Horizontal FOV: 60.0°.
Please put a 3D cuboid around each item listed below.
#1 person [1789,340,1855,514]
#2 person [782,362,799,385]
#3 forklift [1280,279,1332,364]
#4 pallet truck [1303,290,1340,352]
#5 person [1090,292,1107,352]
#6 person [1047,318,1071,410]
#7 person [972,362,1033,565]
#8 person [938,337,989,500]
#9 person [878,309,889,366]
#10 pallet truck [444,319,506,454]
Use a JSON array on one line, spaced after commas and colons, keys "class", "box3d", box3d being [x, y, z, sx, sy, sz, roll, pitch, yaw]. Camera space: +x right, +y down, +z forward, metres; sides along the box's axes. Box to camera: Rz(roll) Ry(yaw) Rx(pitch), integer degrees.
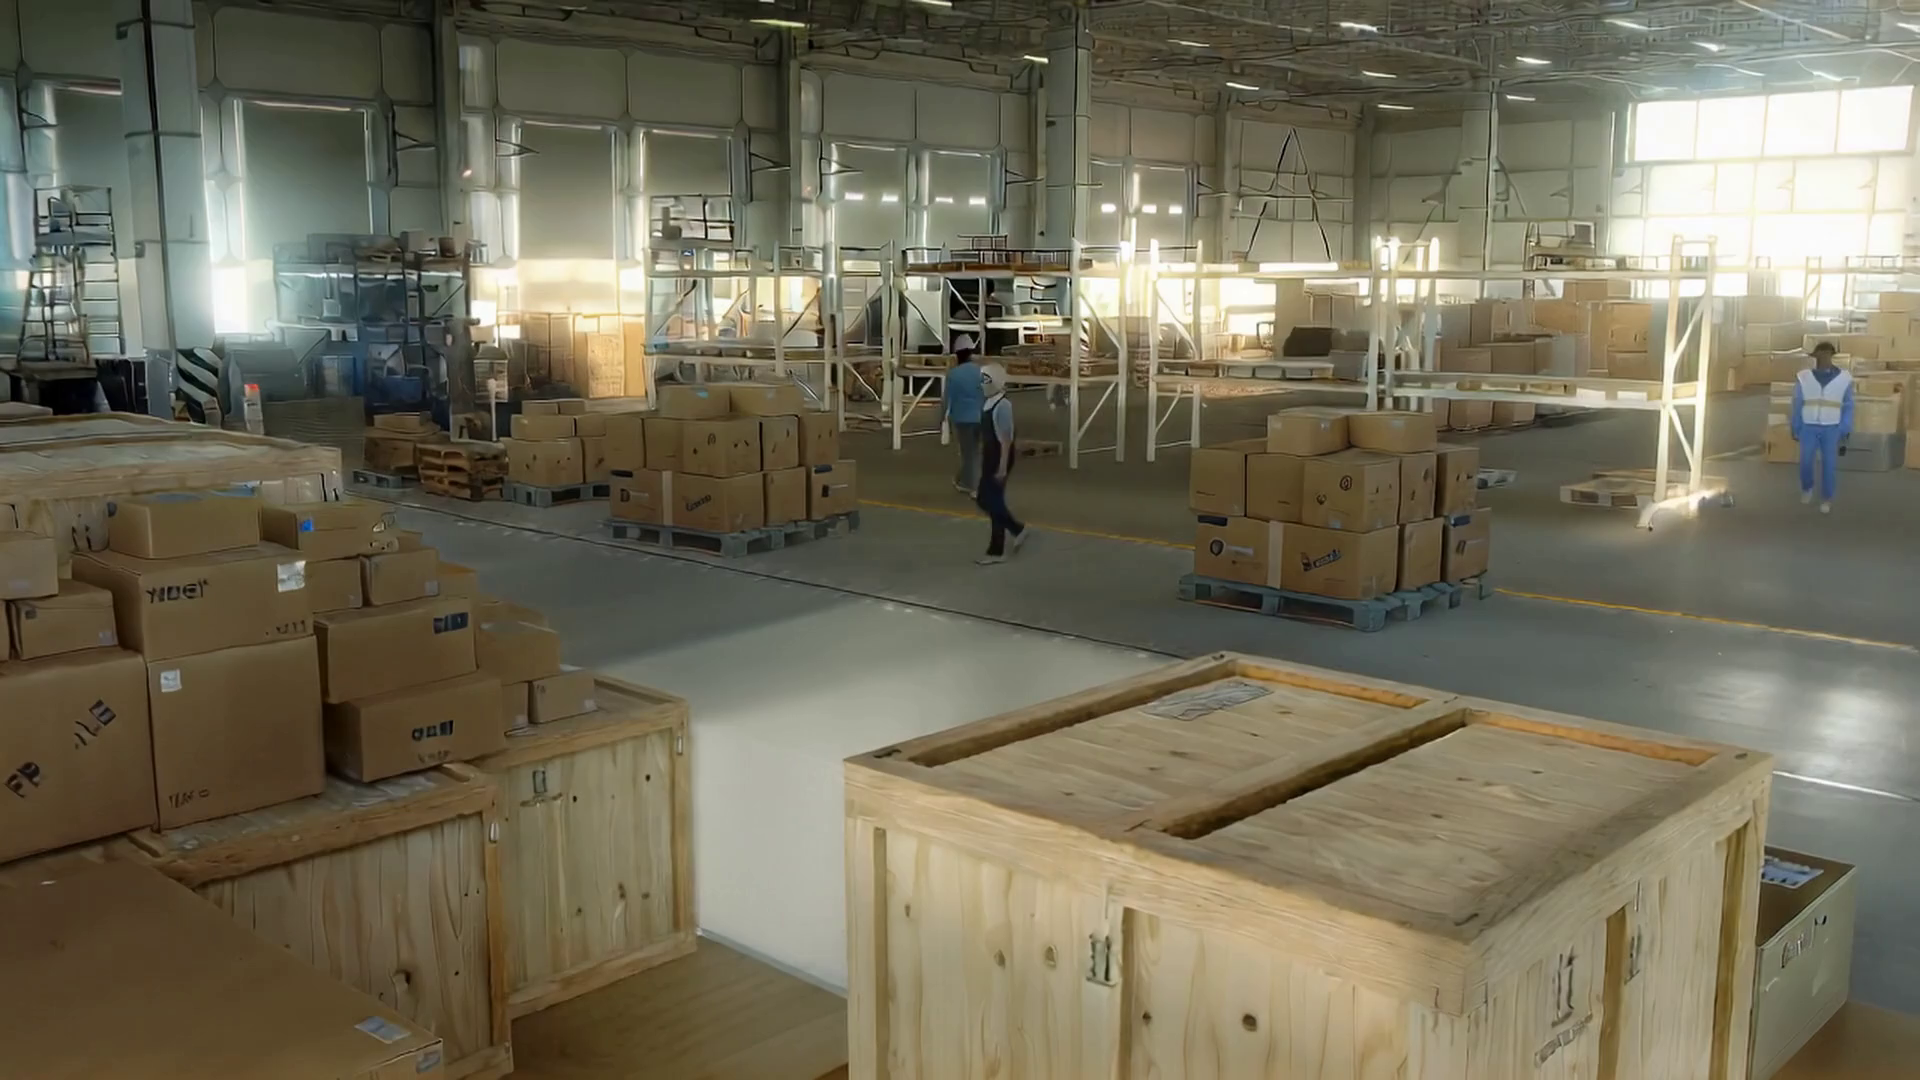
[{"class": "person", "box3d": [9.412, -1.245, 18.184, 0.615, 1.899, 0.519, 5, 11, 28]}, {"class": "person", "box3d": [-3.422, -3.553, 33.070, 0.547, 1.651, 0.860, 2, 9, 12]}, {"class": "forklift", "box3d": [8.964, -6.040, 44.578, 1.873, 2.768, 1.129, 5, 10, 28]}, {"class": "pallet truck", "box3d": [11.297, -6.951, 52.861, 1.885, 1.965, 0.823, -5, 11, -29]}, {"class": "person", "box3d": [4.288, -6.711, 51.609, 0.544, 1.929, 0.399, 0, 9, -3]}, {"class": "person", "box3d": [1.893, -3.327, 31.450, 0.486, 1.737, 0.322, -2, 9, -12]}, {"class": "person", "box3d": [0.383, -0.684, 14.947, 0.508, 1.834, 0.506, -3, 10, -19]}, {"class": "person", "box3d": [0.061, -1.413, 19.301, 0.603, 1.870, 1.049, -3, 10, -20]}, {"class": "person", "box3d": [-2.035, -5.354, 44.198, 0.313, 1.634, 0.514, 1, 9, 4]}, {"class": "pallet truck", "box3d": [-6.981, -1.942, 22.150, 1.885, 1.965, 0.823, 1, 9, 9]}]
